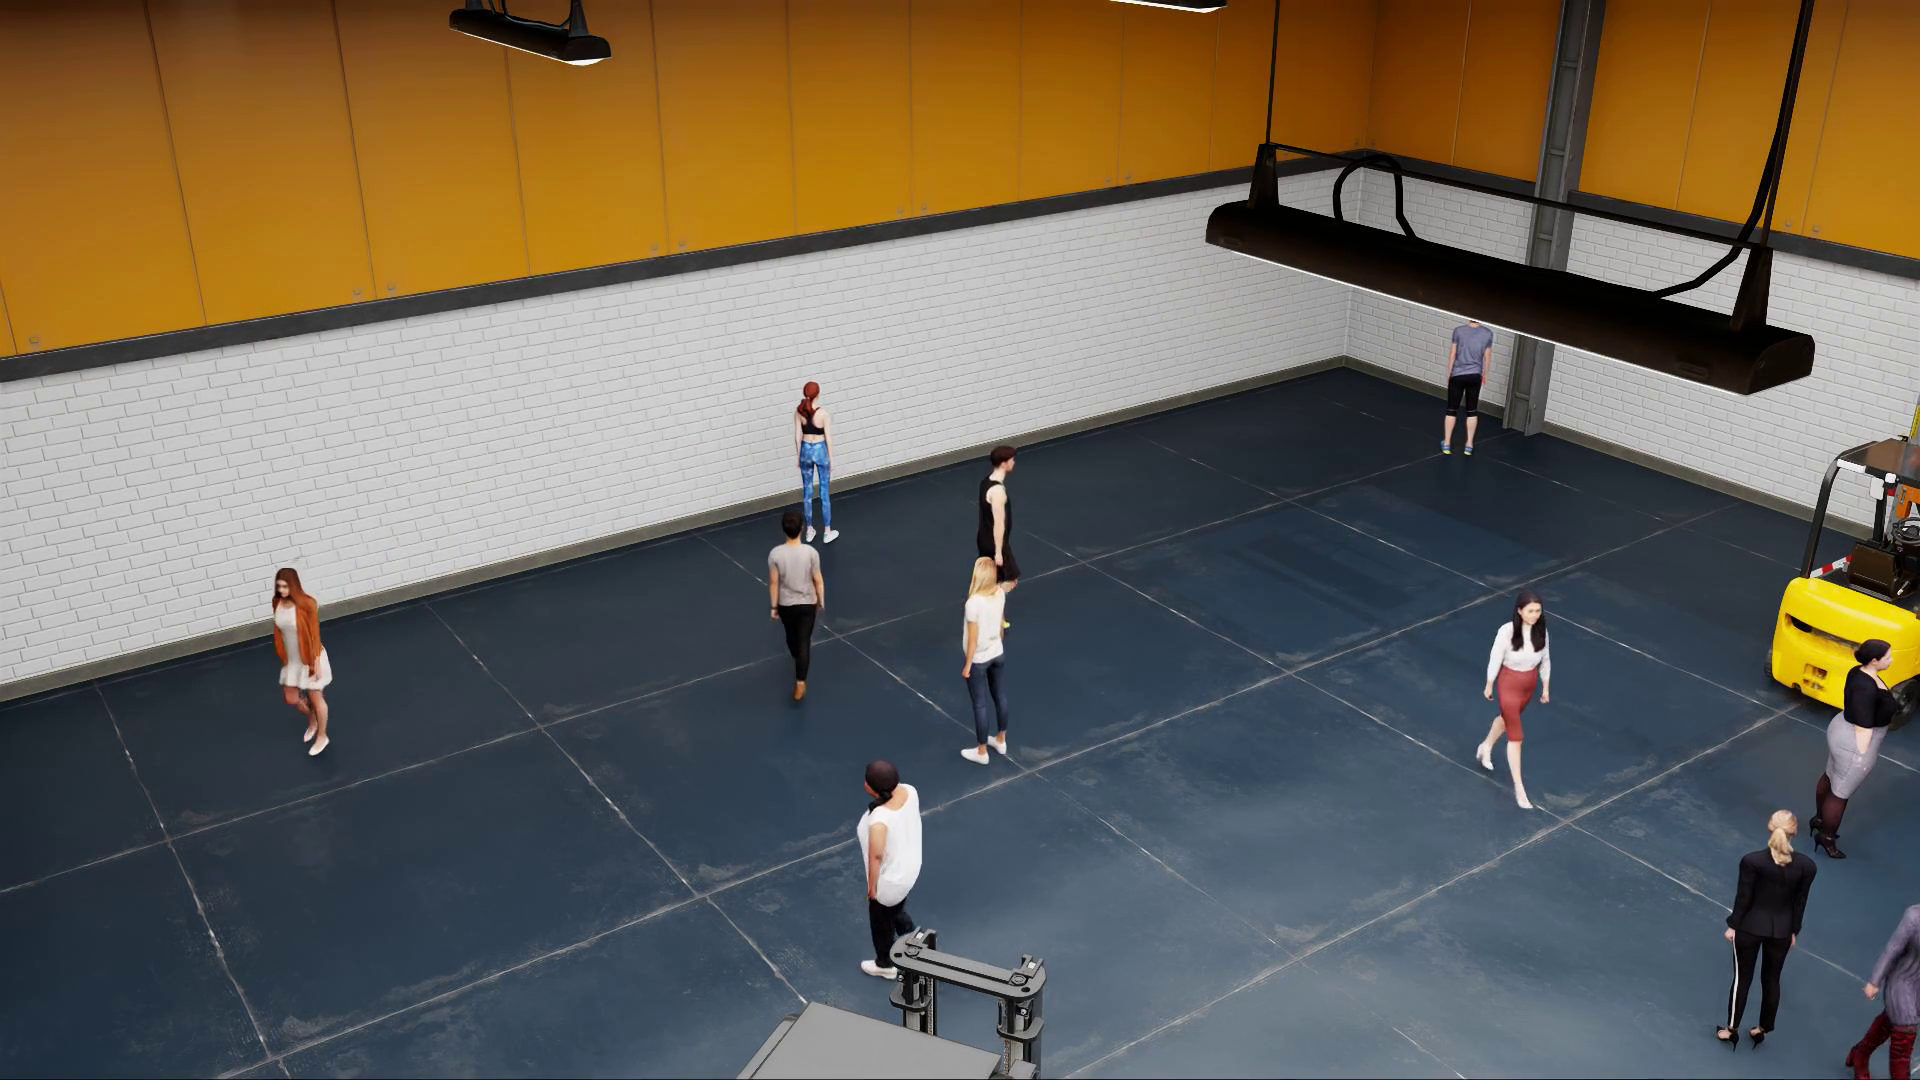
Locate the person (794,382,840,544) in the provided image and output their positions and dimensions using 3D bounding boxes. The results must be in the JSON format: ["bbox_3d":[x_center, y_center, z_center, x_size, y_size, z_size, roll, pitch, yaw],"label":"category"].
[{"bbox_3d":[-1.546,-0.832,17.692,0.677,1.784,0.741,5,24,12],"label":"person"}]

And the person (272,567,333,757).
[{"bbox_3d":[-5.365,0.946,13.731,0.766,1.698,0.828,6,24,14],"label":"person"}]

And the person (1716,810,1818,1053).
[{"bbox_3d":[4.985,2.436,10.315,0.677,1.705,0.728,3,24,7],"label":"person"}]

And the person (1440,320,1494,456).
[{"bbox_3d":[6.134,-1.963,20.156,0.734,1.884,0.786,3,24,7],"label":"person"}]

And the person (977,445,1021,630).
[{"bbox_3d":[0.245,0.032,15.599,0.877,1.877,0.759,-6,24,-13],"label":"person"}]

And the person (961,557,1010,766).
[{"bbox_3d":[0.214,0.970,13.540,0.640,1.808,0.550,-22,32,-40],"label":"person"}]

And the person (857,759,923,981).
[{"bbox_3d":[-0.413,2.181,10.936,0.874,1.676,0.824,12,26,26],"label":"person"}]

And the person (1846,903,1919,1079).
[{"bbox_3d":[5.617,2.612,9.942,0.876,1.681,1.087,-4,24,-9],"label":"person"}]

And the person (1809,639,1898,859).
[{"bbox_3d":[6.606,1.519,12.343,0.811,1.760,0.777,8,25,17],"label":"person"}]

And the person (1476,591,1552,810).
[{"bbox_3d":[4.365,1.187,13.177,0.895,1.701,1.157,-5,24,-10],"label":"person"}]

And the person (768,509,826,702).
[{"bbox_3d":[-1.434,0.595,14.560,1.048,1.679,1.178,1,24,2],"label":"person"}]
